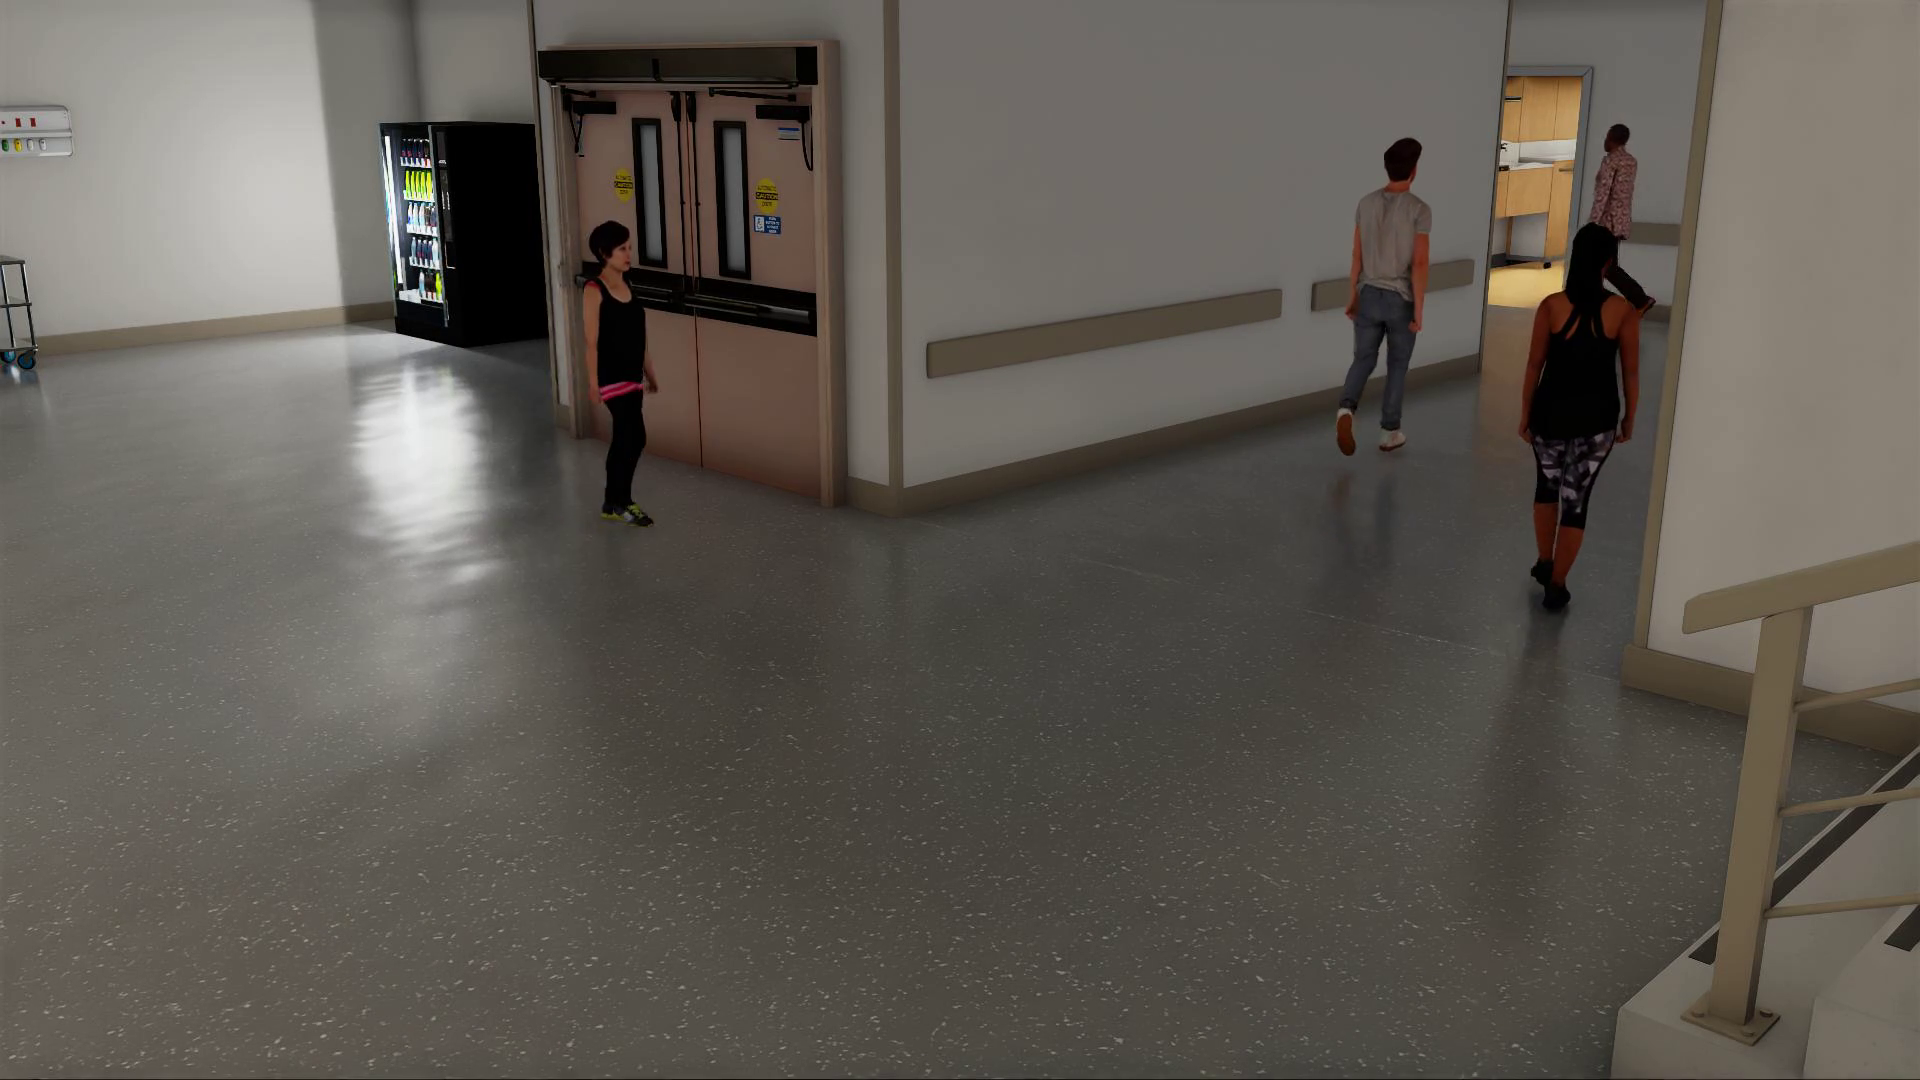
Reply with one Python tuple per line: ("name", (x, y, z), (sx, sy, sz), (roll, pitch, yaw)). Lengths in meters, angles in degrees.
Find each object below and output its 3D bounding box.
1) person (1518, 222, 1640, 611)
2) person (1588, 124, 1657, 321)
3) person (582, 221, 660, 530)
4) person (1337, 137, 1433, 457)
("person", (2.610, -0.508, 7.090), (0.779, 1.653, 0.815), (7, 17, 23))
("person", (6.007, -2.835, 15.113), (1.152, 1.778, 0.712), (13, 20, 39))
("person", (-1.801, -0.837, 8.459), (0.728, 1.542, 0.675), (4, 16, 14))
("person", (2.488, -1.403, 9.847), (1.103, 1.878, 0.872), (11, 19, 33))
